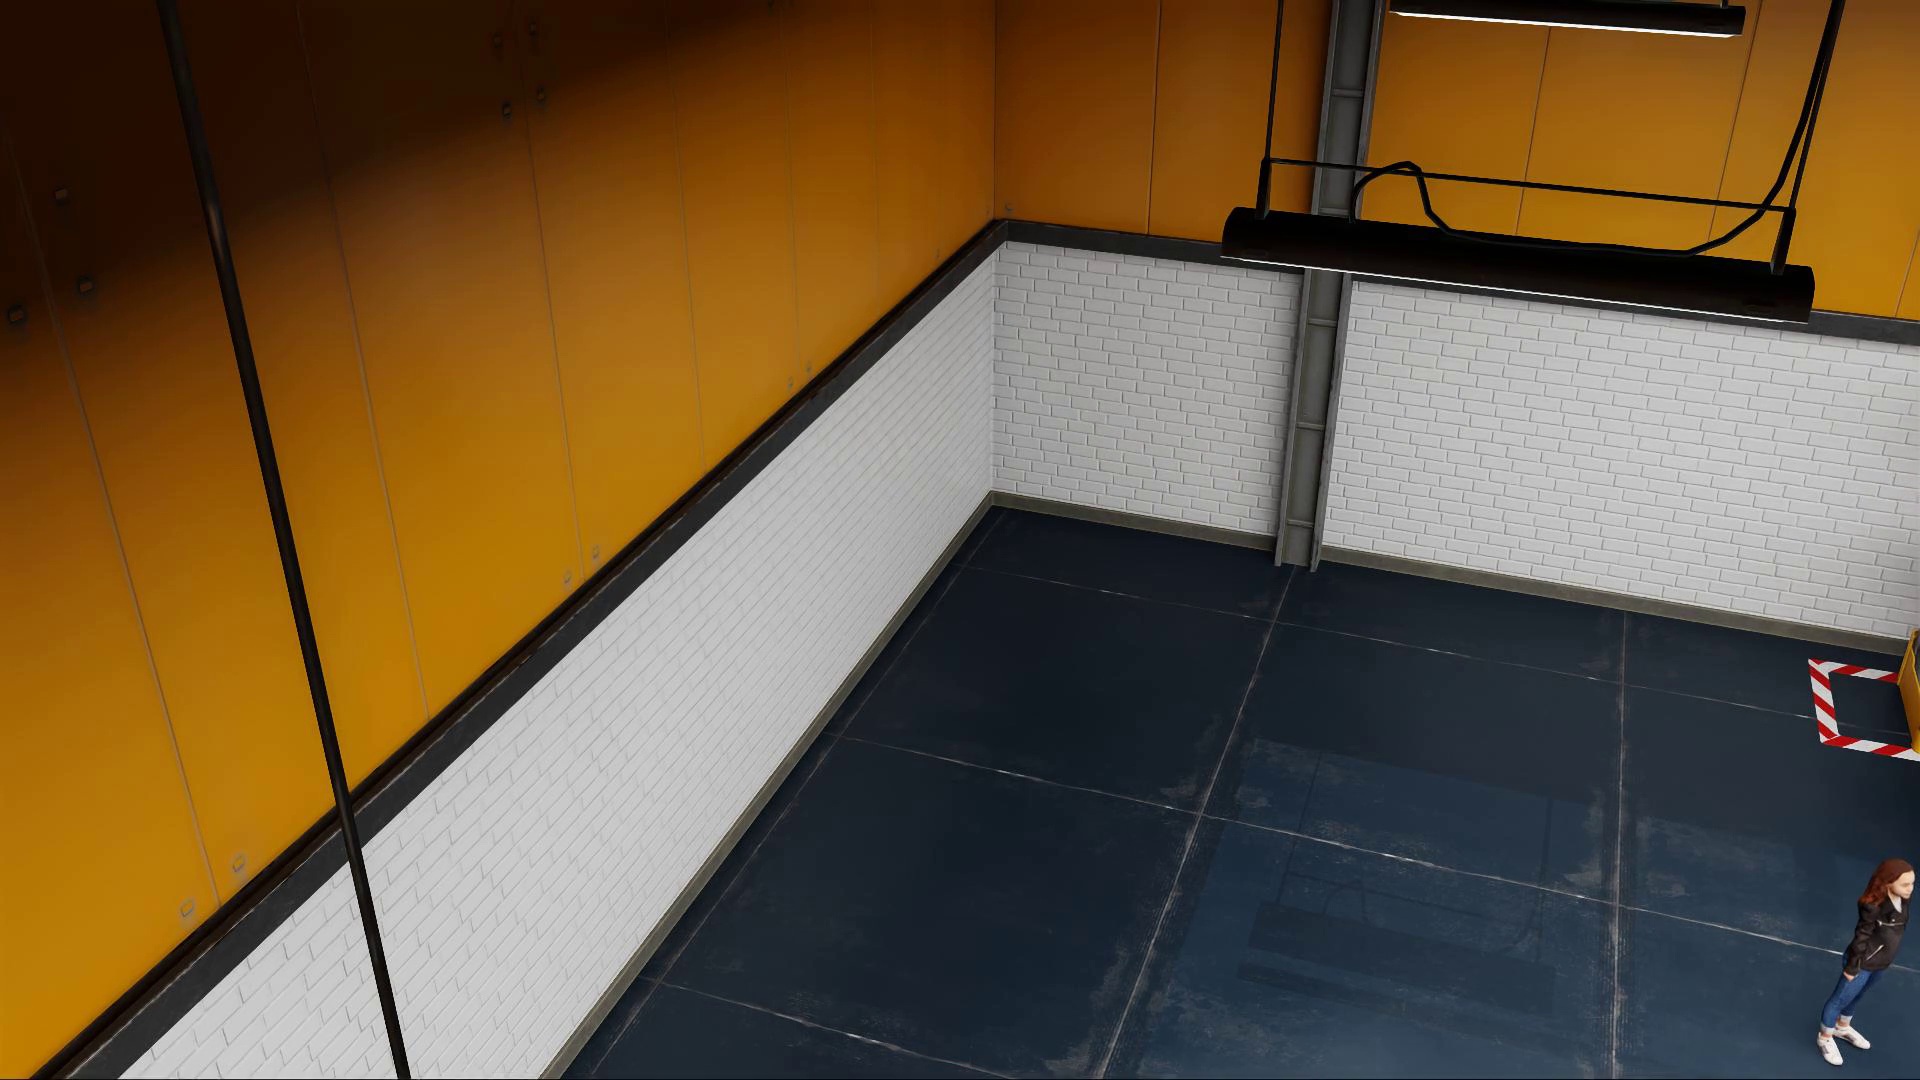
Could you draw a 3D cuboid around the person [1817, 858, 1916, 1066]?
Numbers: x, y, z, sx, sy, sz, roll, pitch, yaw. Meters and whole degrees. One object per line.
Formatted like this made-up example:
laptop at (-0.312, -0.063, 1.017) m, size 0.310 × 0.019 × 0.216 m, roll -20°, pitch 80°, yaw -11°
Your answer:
person at (5.602, 2.559, 10.263) m, size 0.635 × 1.482 × 0.684 m, roll -14°, pitch 32°, yaw -24°
